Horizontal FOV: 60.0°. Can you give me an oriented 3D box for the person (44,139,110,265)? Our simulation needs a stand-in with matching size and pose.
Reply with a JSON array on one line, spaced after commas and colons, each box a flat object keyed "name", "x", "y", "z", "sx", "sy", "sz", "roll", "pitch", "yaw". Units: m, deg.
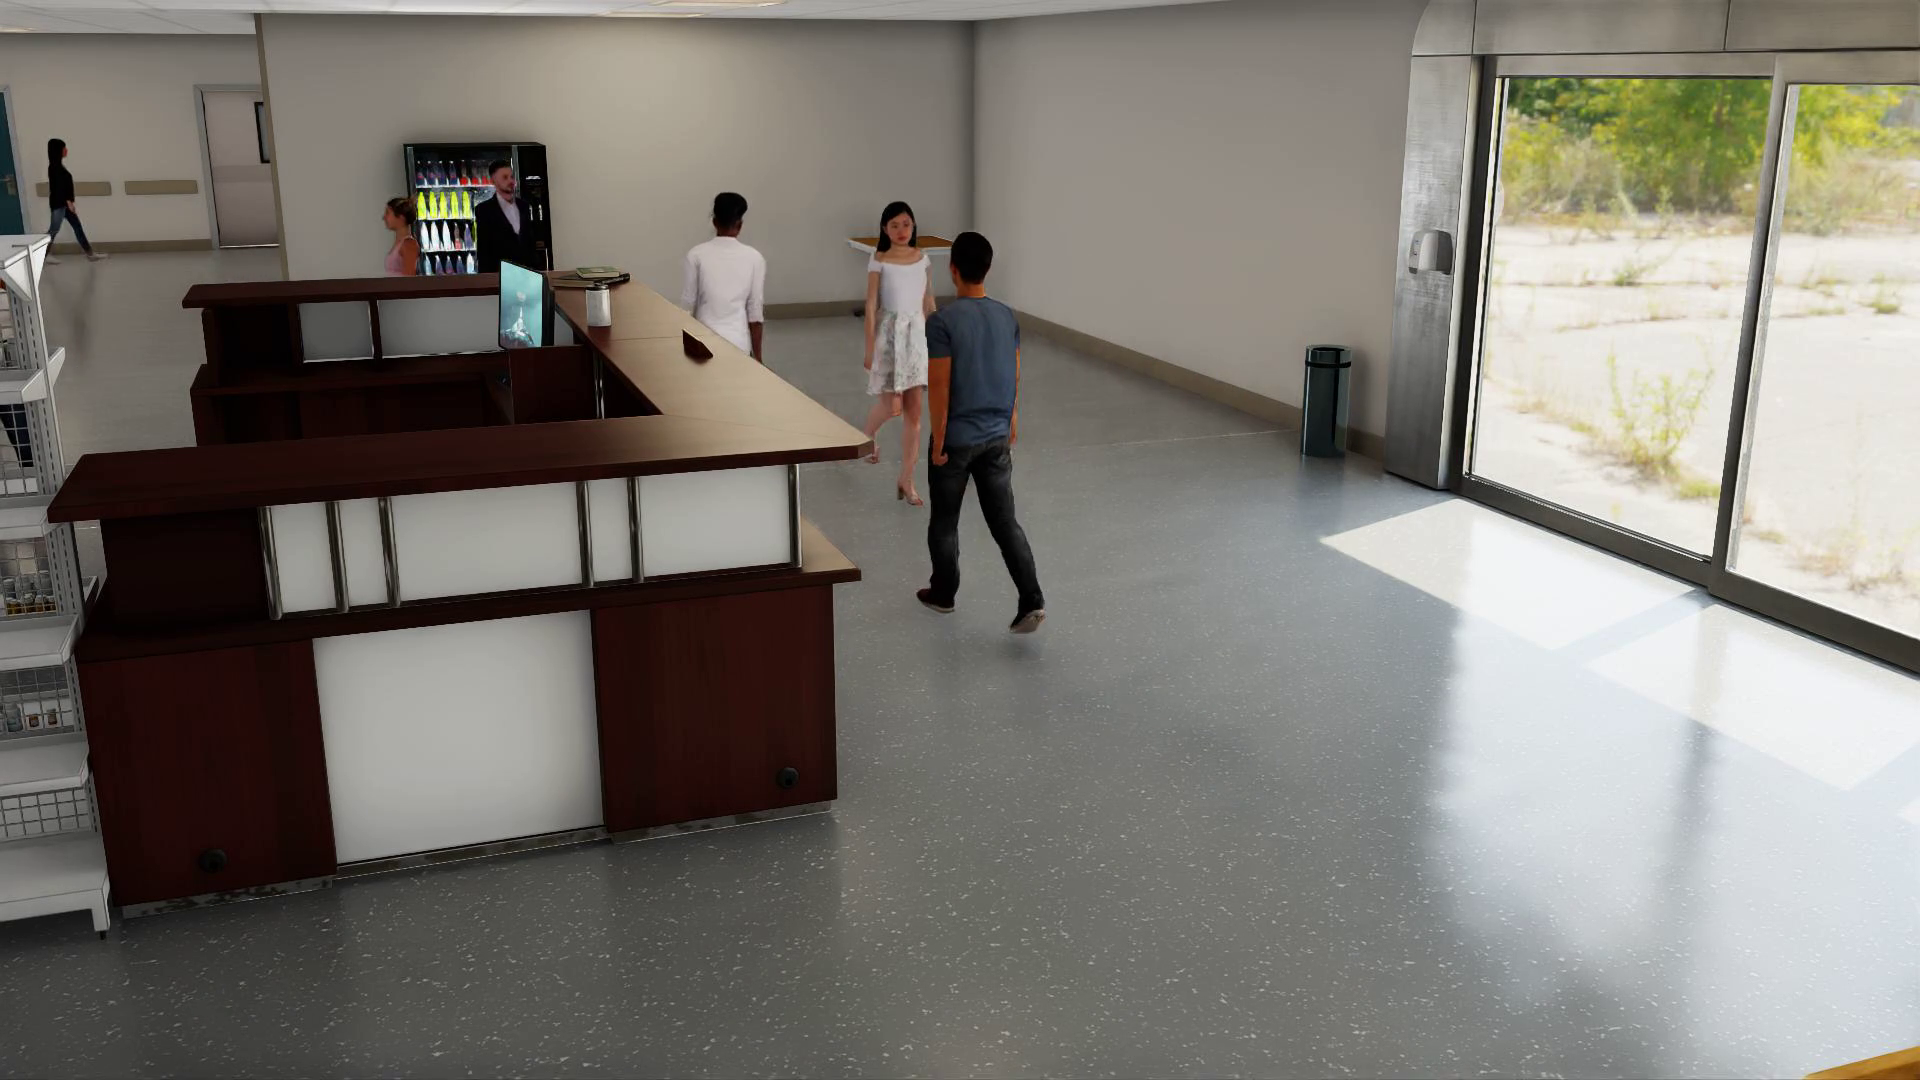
[{"name": "person", "x": -11.835, "y": -4.385, "z": 21.747, "sx": 1.034, "sy": 1.605, "sz": 0.604, "roll": -6, "pitch": 17, "yaw": -22}]

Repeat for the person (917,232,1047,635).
[{"name": "person", "x": 0.114, "y": -0.426, "z": 7.399, "sx": 1.139, "sy": 1.771, "sz": 0.881, "roll": -9, "pitch": 18, "yaw": -29}]

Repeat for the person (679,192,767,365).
[{"name": "person", "x": -1.419, "y": -1.124, "z": 9.894, "sx": 1.225, "sy": 1.761, "sz": 1.035, "roll": -2, "pitch": 16, "yaw": -7}]

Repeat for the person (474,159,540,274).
[{"name": "person", "x": -3.570, "y": -2.044, "z": 13.048, "sx": 1.088, "sy": 1.819, "sz": 1.116, "roll": 11, "pitch": 19, "yaw": 35}]

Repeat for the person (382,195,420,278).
[{"name": "person", "x": -3.875, "y": -1.645, "z": 11.971, "sx": 0.792, "sy": 1.635, "sz": 0.560, "roll": -6, "pitch": 17, "yaw": -20}]

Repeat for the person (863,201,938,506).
[{"name": "person", "x": -0.397, "y": -1.092, "z": 9.781, "sx": 0.878, "sy": 1.759, "sz": 0.787, "roll": -10, "pitch": 18, "yaw": -30}]
